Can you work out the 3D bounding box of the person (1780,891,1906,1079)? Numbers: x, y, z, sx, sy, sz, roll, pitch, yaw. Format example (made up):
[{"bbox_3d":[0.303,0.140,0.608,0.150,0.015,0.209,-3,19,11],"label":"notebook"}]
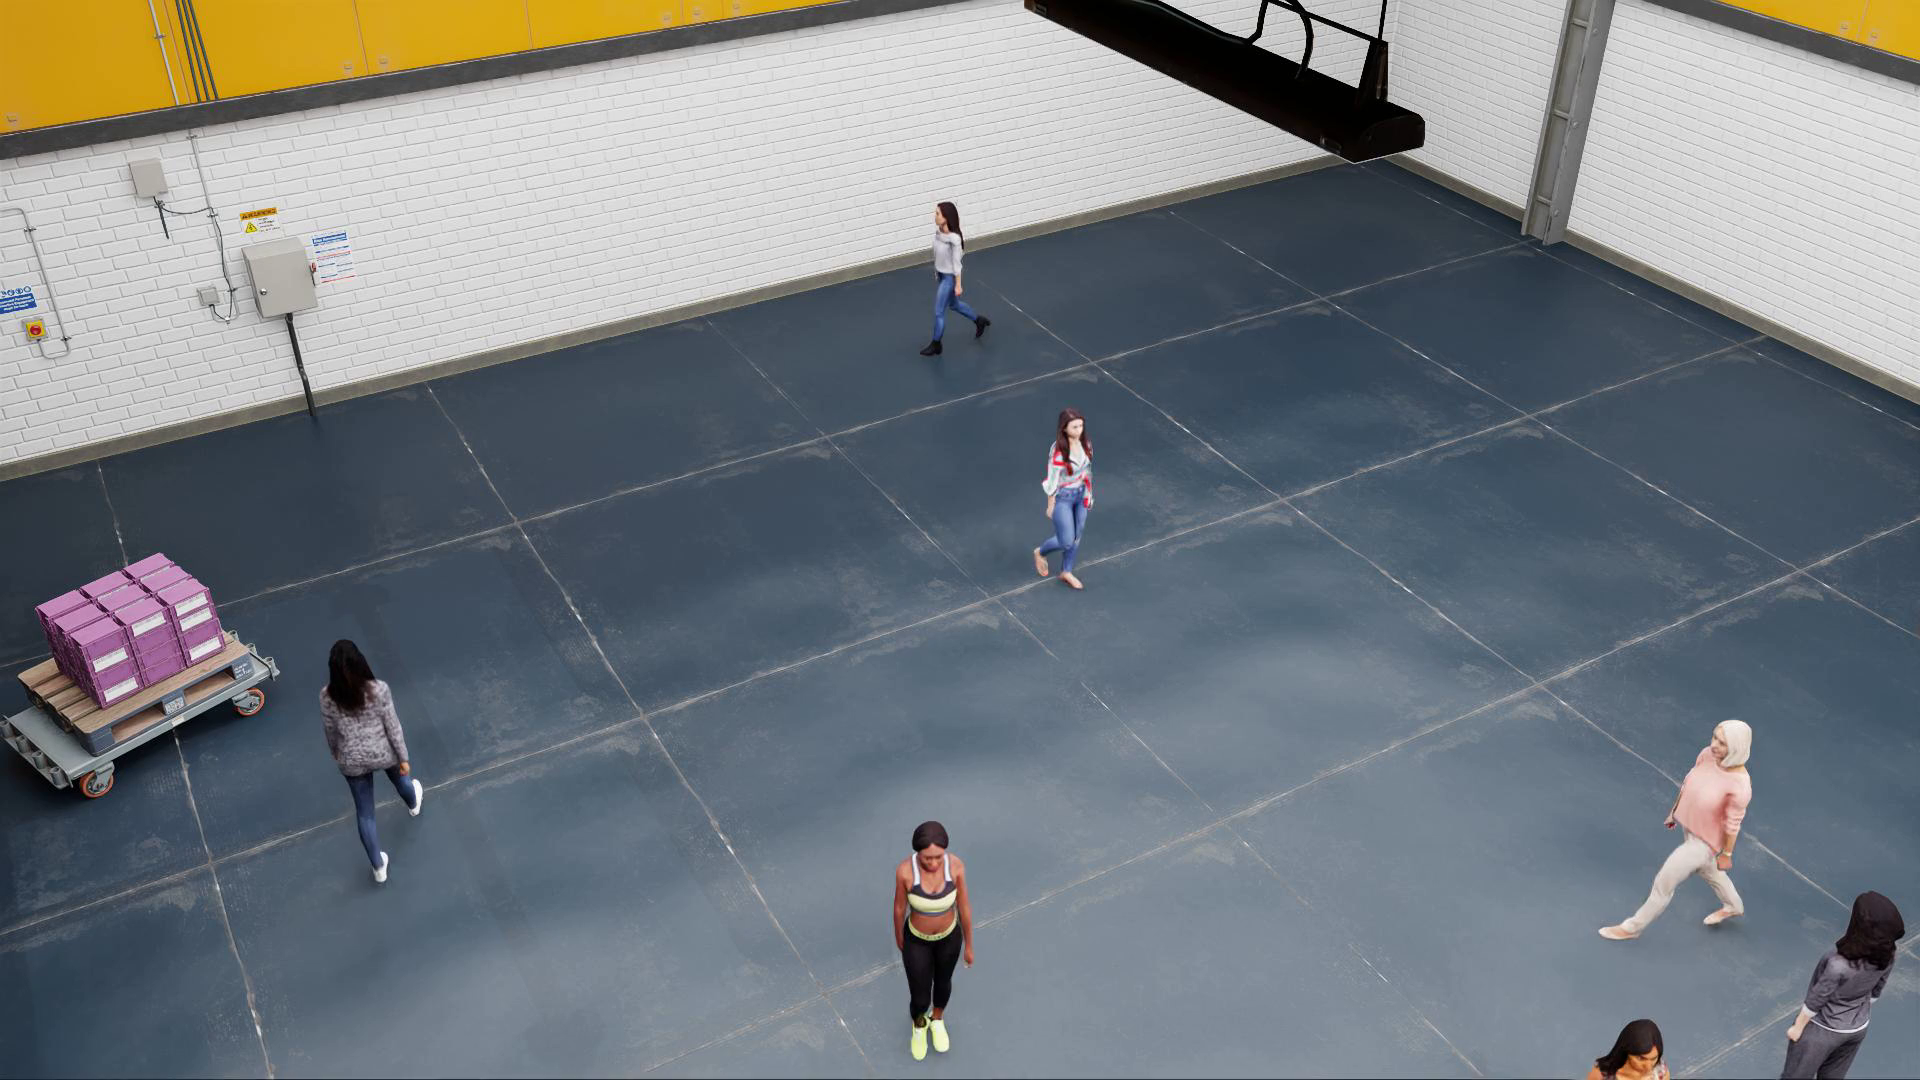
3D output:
[{"bbox_3d":[4.565,2.536,8.692,0.631,1.761,0.580,-10,35,-15],"label":"person"}]

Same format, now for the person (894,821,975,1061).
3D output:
[{"bbox_3d":[-0.166,2.158,9.280,0.662,1.739,0.704,-6,34,-10],"label":"person"}]

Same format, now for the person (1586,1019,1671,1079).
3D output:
[{"bbox_3d":[3.195,2.908,8.257,0.897,1.623,1.133,-3,34,-4],"label":"person"}]

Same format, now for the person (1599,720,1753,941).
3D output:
[{"bbox_3d":[4.517,1.751,9.946,1.004,1.680,1.185,-4,34,-5],"label":"person"}]

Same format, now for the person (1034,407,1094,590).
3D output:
[{"bbox_3d":[0.808,-0.357,13.186,0.672,1.604,0.734,-28,43,-35],"label":"person"}]

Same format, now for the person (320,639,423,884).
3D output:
[{"bbox_3d":[-3.725,1.413,10.441,0.868,1.694,1.139,-6,34,-9],"label":"person"}]

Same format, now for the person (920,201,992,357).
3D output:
[{"bbox_3d":[-0.034,-2.615,16.579,0.775,1.607,1.000,-12,35,-17],"label":"person"}]
